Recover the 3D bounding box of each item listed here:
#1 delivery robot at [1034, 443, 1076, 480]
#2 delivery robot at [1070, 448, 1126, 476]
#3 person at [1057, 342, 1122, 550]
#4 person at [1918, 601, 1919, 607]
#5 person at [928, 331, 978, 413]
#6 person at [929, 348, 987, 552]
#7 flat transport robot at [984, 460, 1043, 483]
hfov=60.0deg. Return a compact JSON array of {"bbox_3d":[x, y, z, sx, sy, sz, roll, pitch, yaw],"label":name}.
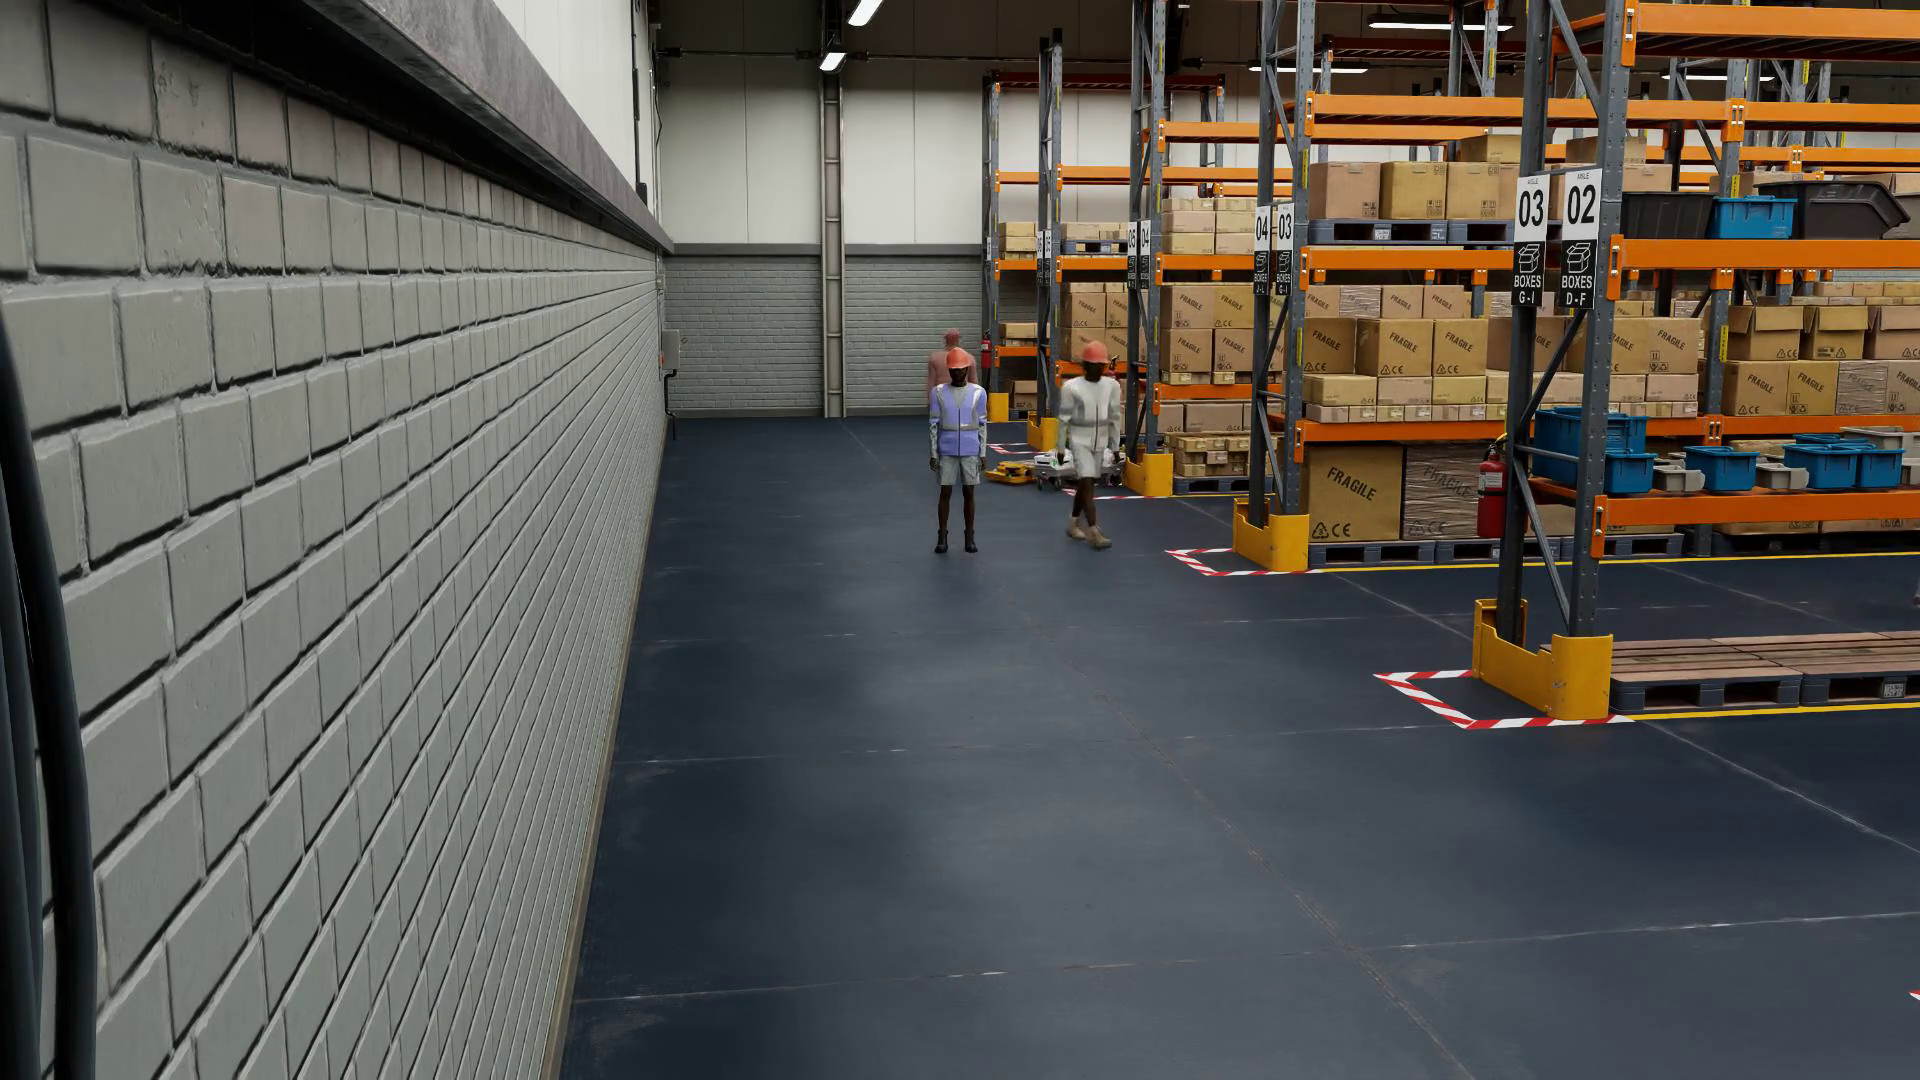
[{"bbox_3d":[1.206,-0.943,20.243,0.477,0.478,0.707,7,11,37],"label":"delivery robot"},{"bbox_3d":[1.697,-0.992,20.547,0.707,0.478,0.477,9,13,43],"label":"delivery robot"},{"bbox_3d":[1.238,-0.927,16.097,0.597,1.988,1.016,-4,10,-24],"label":"person"},{"bbox_3d":[7.952,-0.319,12.820,0.995,1.817,0.517,2,9,12],"label":"person"},{"bbox_3d":[-0.087,-1.859,22.203,0.664,1.858,1.012,1,9,5],"label":"person"},{"bbox_3d":[-0.014,-0.836,15.626,0.552,1.934,0.373,0,9,-3],"label":"person"},{"bbox_3d":[1.077,-0.895,21.111,1.431,0.197,0.652,-5,11,-30],"label":"flat transport robot"}]
